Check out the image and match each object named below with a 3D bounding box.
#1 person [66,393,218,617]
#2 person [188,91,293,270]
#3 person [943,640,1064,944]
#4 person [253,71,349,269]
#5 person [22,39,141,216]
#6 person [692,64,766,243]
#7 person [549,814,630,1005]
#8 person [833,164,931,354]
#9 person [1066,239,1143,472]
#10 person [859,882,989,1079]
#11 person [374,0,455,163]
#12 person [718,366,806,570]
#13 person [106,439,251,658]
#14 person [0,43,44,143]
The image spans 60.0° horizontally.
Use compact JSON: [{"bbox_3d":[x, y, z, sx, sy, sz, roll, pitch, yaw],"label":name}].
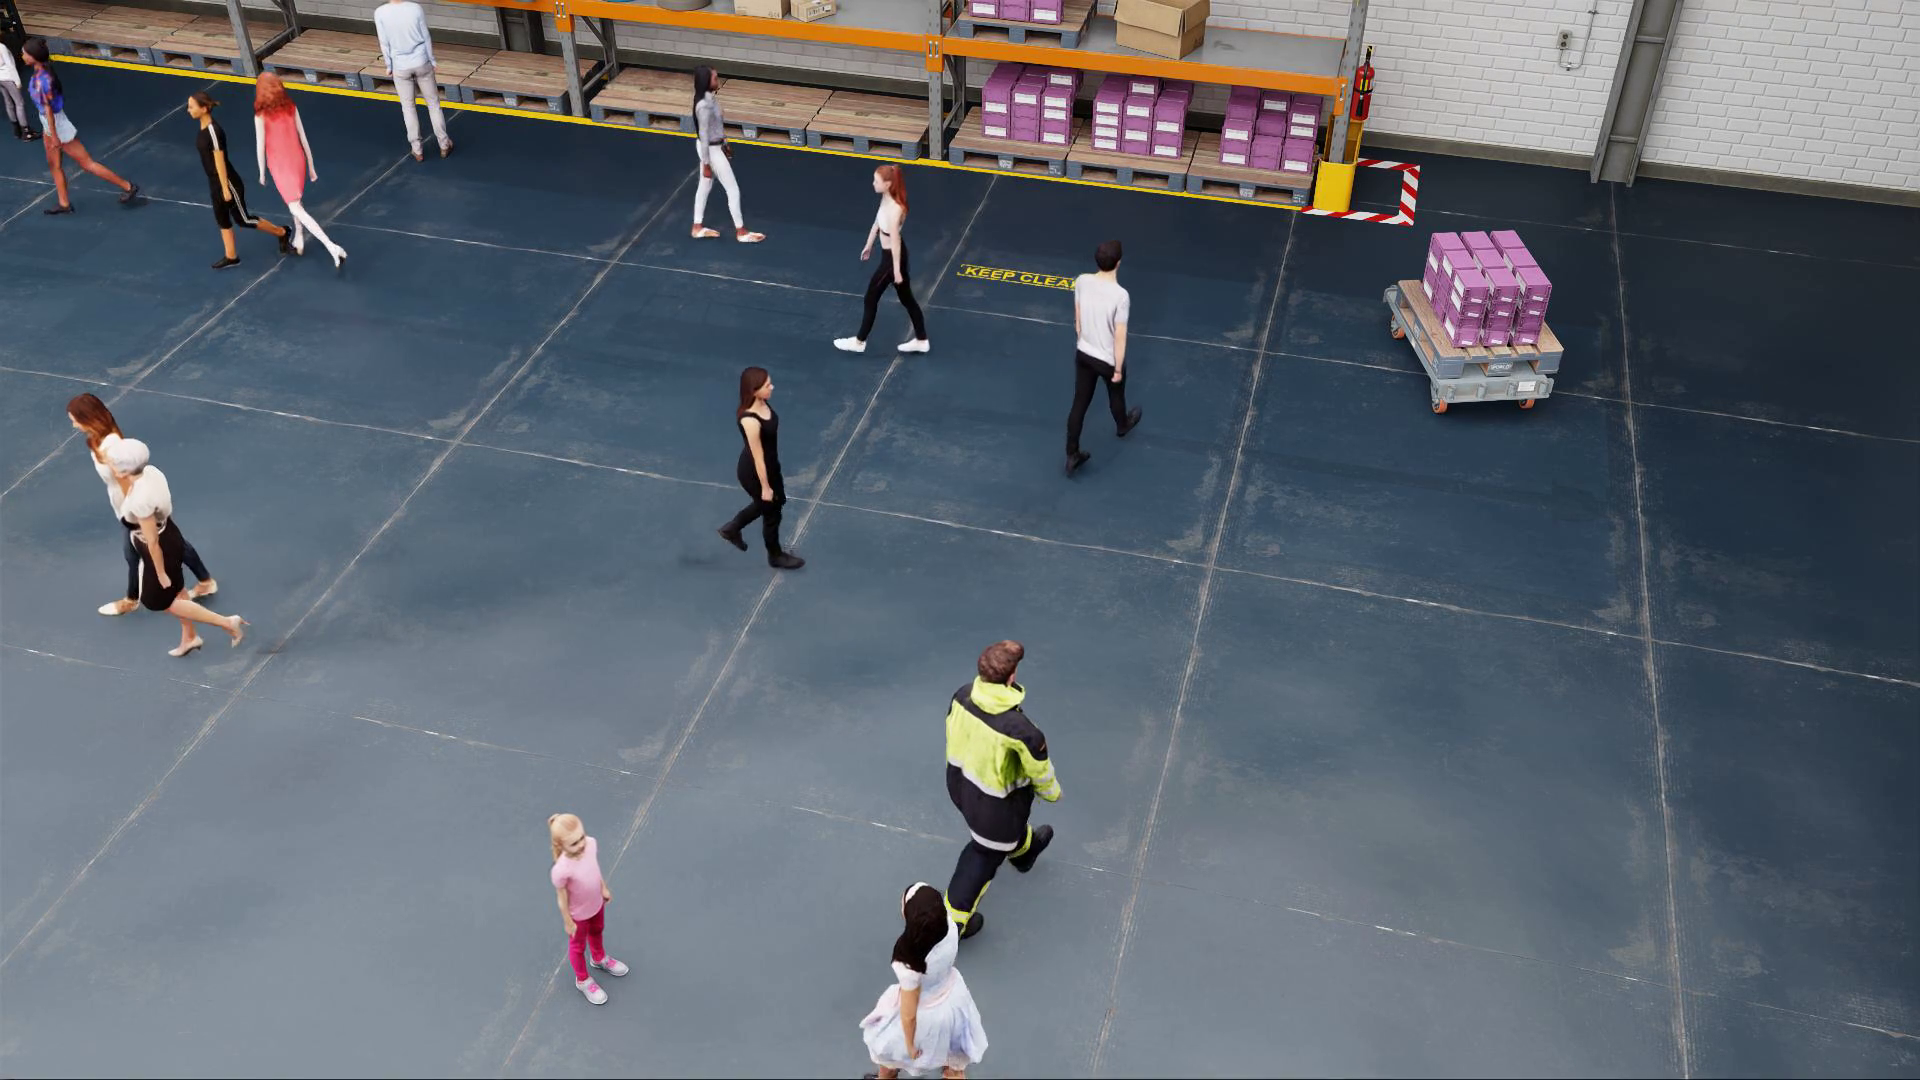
[{"bbox_3d":[-5.402,-0.260,11.126,1.098,1.746,1.015,-17,42,-20],"label":"person"},{"bbox_3d":[-6.518,-3.229,14.922,1.031,1.648,1.011,-23,44,-26],"label":"person"},{"bbox_3d":[0.101,1.419,8.887,1.266,1.916,1.318,-29,47,-31],"label":"person"},{"bbox_3d":[-5.919,-3.240,14.821,1.216,1.791,0.852,22,44,25],"label":"person"},{"bbox_3d":[-8.377,-3.867,15.675,1.175,1.706,1.040,-16,41,-19],"label":"person"},{"bbox_3d":[-2.361,-3.514,15.239,1.012,1.698,0.784,-1,39,-1],"label":"person"},{"bbox_3d":[-1.995,1.912,8.787,0.557,1.271,0.528,19,42,22],"label":"person"},{"bbox_3d":[-0.456,-2.283,13.687,1.097,1.710,0.764,0,39,0],"label":"person"},{"bbox_3d":[0.983,-1.321,12.393,1.204,1.821,1.059,26,45,29],"label":"person"},{"bbox_3d":[-0.073,2.316,7.867,1.066,1.788,0.918,31,48,33],"label":"person"},{"bbox_3d":[-5.467,-4.717,16.592,0.701,1.888,0.812,-11,40,-13],"label":"person"},{"bbox_3d":[-1.436,-0.467,11.440,0.892,1.677,0.684,2,39,2],"label":"person"},{"bbox_3d":[-5.033,0.084,10.699,0.941,1.742,0.823,-6,39,-8],"label":"person"},{"bbox_3d":[-9.822,-4.742,17.114,0.491,1.277,0.588,20,43,23],"label":"person"}]
